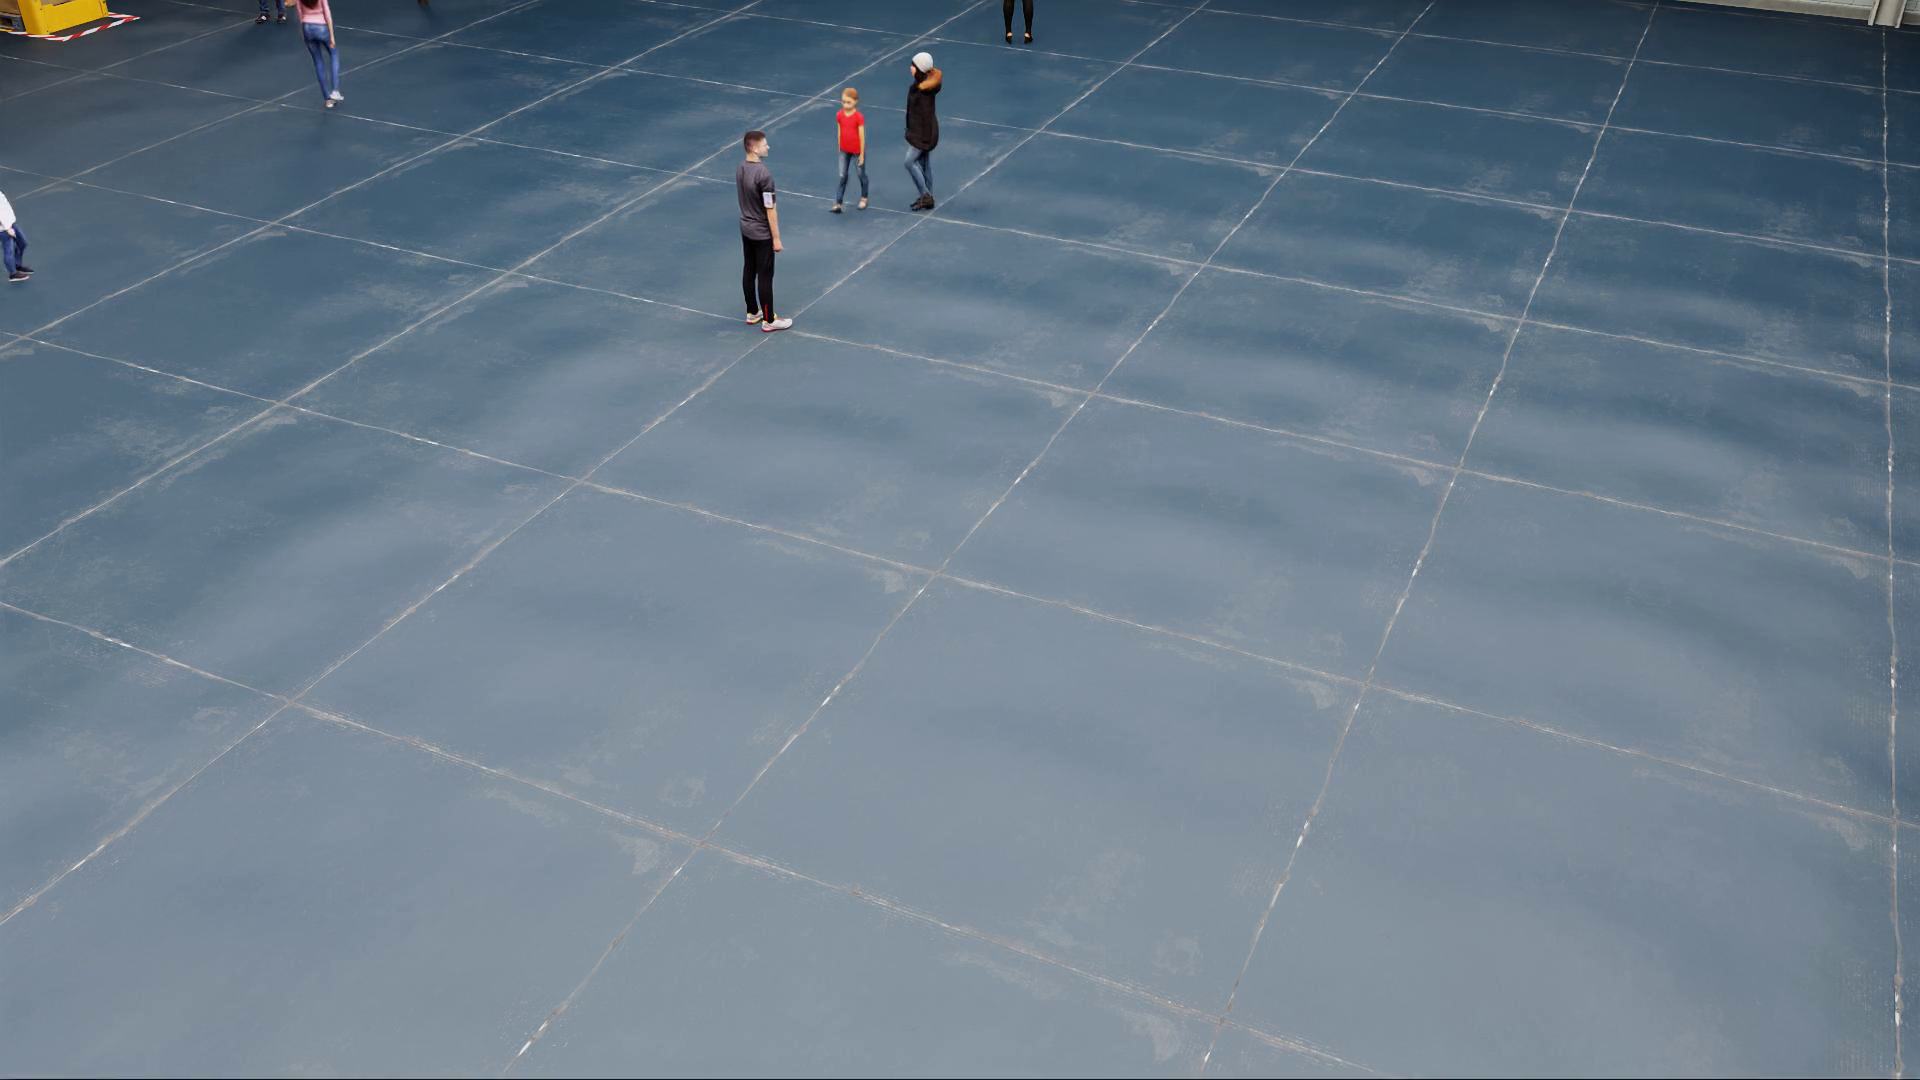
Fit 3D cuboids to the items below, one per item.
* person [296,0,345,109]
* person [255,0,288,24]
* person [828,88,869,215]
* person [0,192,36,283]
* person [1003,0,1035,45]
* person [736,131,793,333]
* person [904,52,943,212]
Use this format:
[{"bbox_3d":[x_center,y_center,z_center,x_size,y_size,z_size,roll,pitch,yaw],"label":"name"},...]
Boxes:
[{"bbox_3d":[-7.678,-6.012,19.798,0.691,1.731,0.760,-3,32,-5],"label":"person"},{"bbox_3d":[-9.719,-8.150,23.060,0.617,1.866,0.770,1,32,2],"label":"person"},{"bbox_3d":[-1.066,-3.997,17.017,0.784,1.288,0.577,13,34,19],"label":"person"},{"bbox_3d":[-8.982,-2.945,15.525,0.602,1.102,0.545,-6,33,-10],"label":"person"},{"bbox_3d":[0.789,-7.571,22.152,0.640,1.856,0.773,4,32,6],"label":"person"},{"bbox_3d":[-1.759,-2.695,14.510,0.773,1.762,0.642,-23,39,-32],"label":"person"},{"bbox_3d":[-0.310,-4.146,16.939,0.757,1.625,0.726,-1,32,-1],"label":"person"}]
